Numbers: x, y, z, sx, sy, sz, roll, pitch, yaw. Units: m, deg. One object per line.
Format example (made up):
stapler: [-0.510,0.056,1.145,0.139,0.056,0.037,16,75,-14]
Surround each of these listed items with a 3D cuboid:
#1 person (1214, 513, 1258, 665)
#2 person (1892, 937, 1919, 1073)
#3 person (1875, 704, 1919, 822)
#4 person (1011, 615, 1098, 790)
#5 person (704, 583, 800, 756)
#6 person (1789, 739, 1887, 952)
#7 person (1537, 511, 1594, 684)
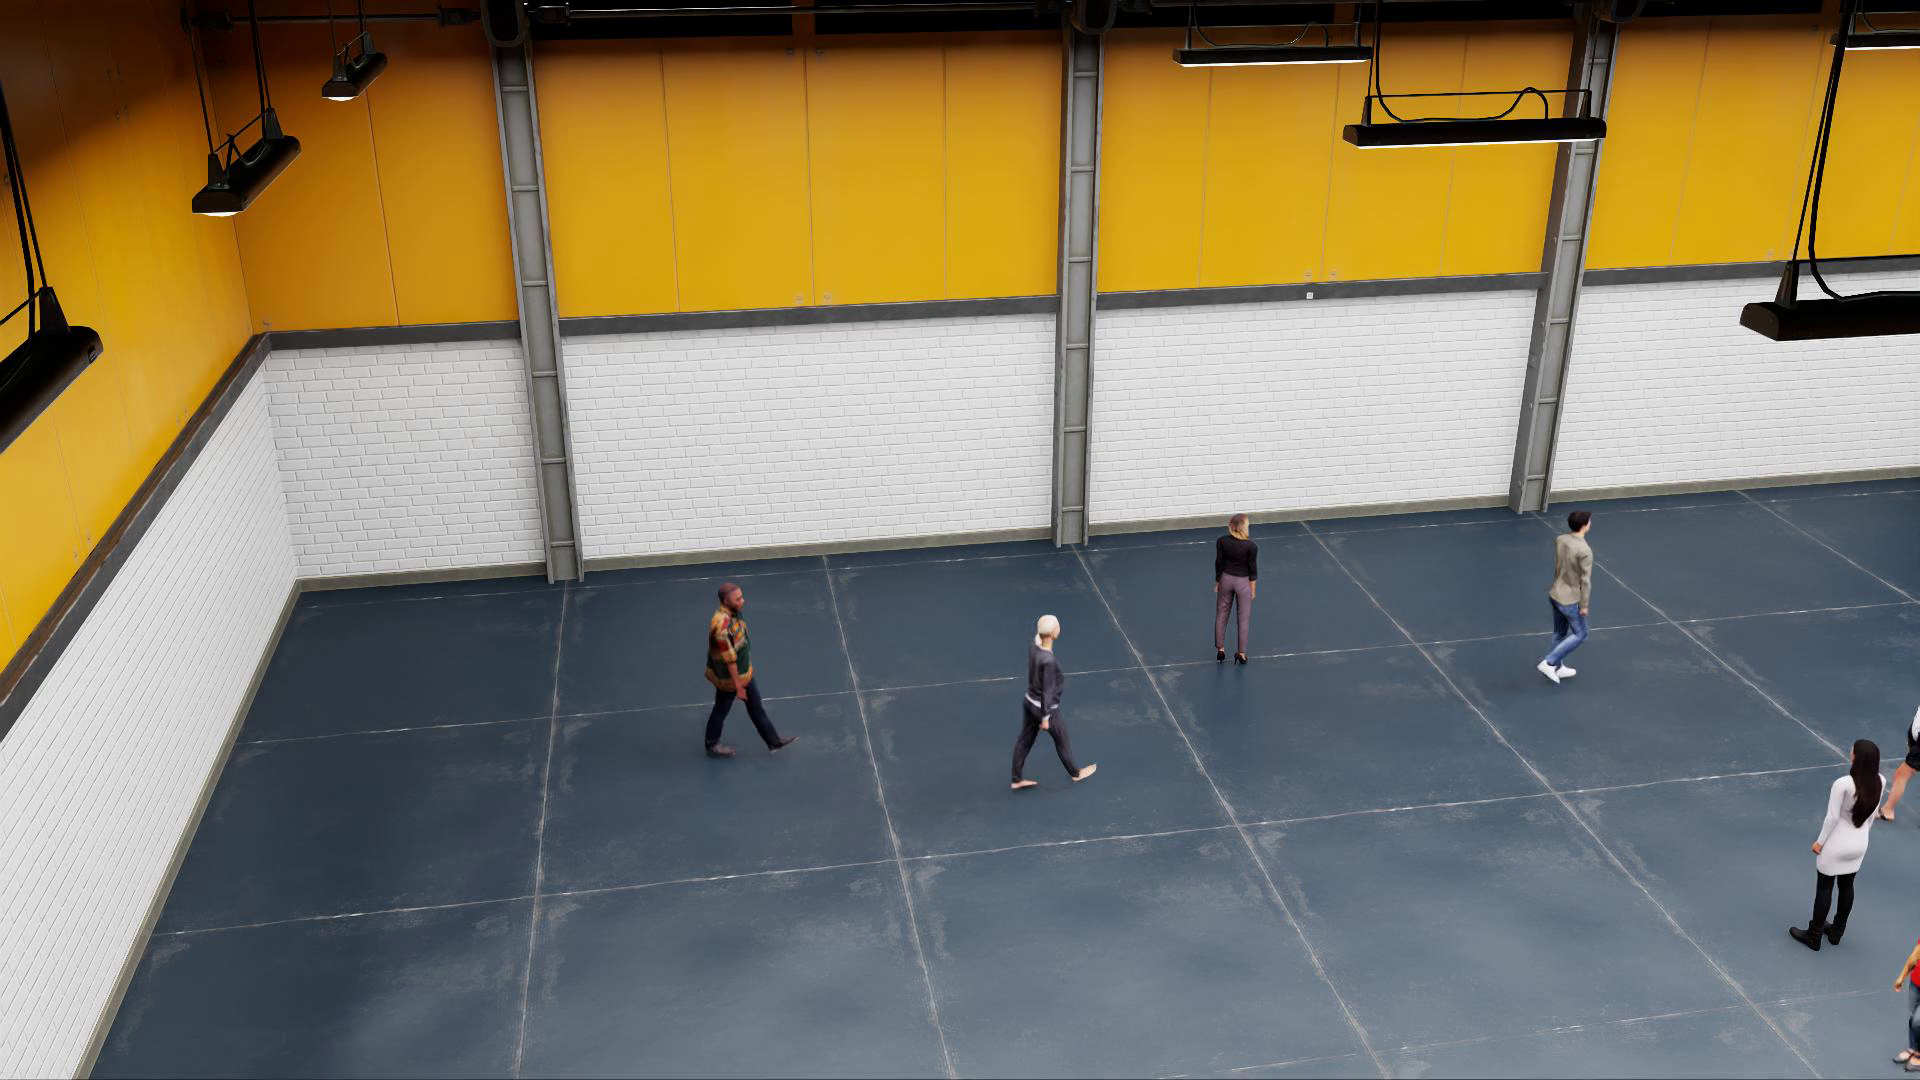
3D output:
person: [2.815,0.505,17.064,0.653,1.672,0.740,11,26,24]
person: [6.794,3.103,11.582,0.549,1.300,0.506,-7,25,-16]
person: [8.410,1.788,14.307,1.112,1.529,0.865,7,25,16]
person: [0.651,1.485,14.793,1.087,1.694,0.817,-10,26,-22]
person: [-2.189,1.225,15.298,1.228,1.765,0.968,4,24,10]
person: [6.760,2.327,12.725,0.488,1.808,0.684,-6,24,-14]
person: [6.020,0.586,16.644,0.771,1.860,0.752,-6,24,-14]
